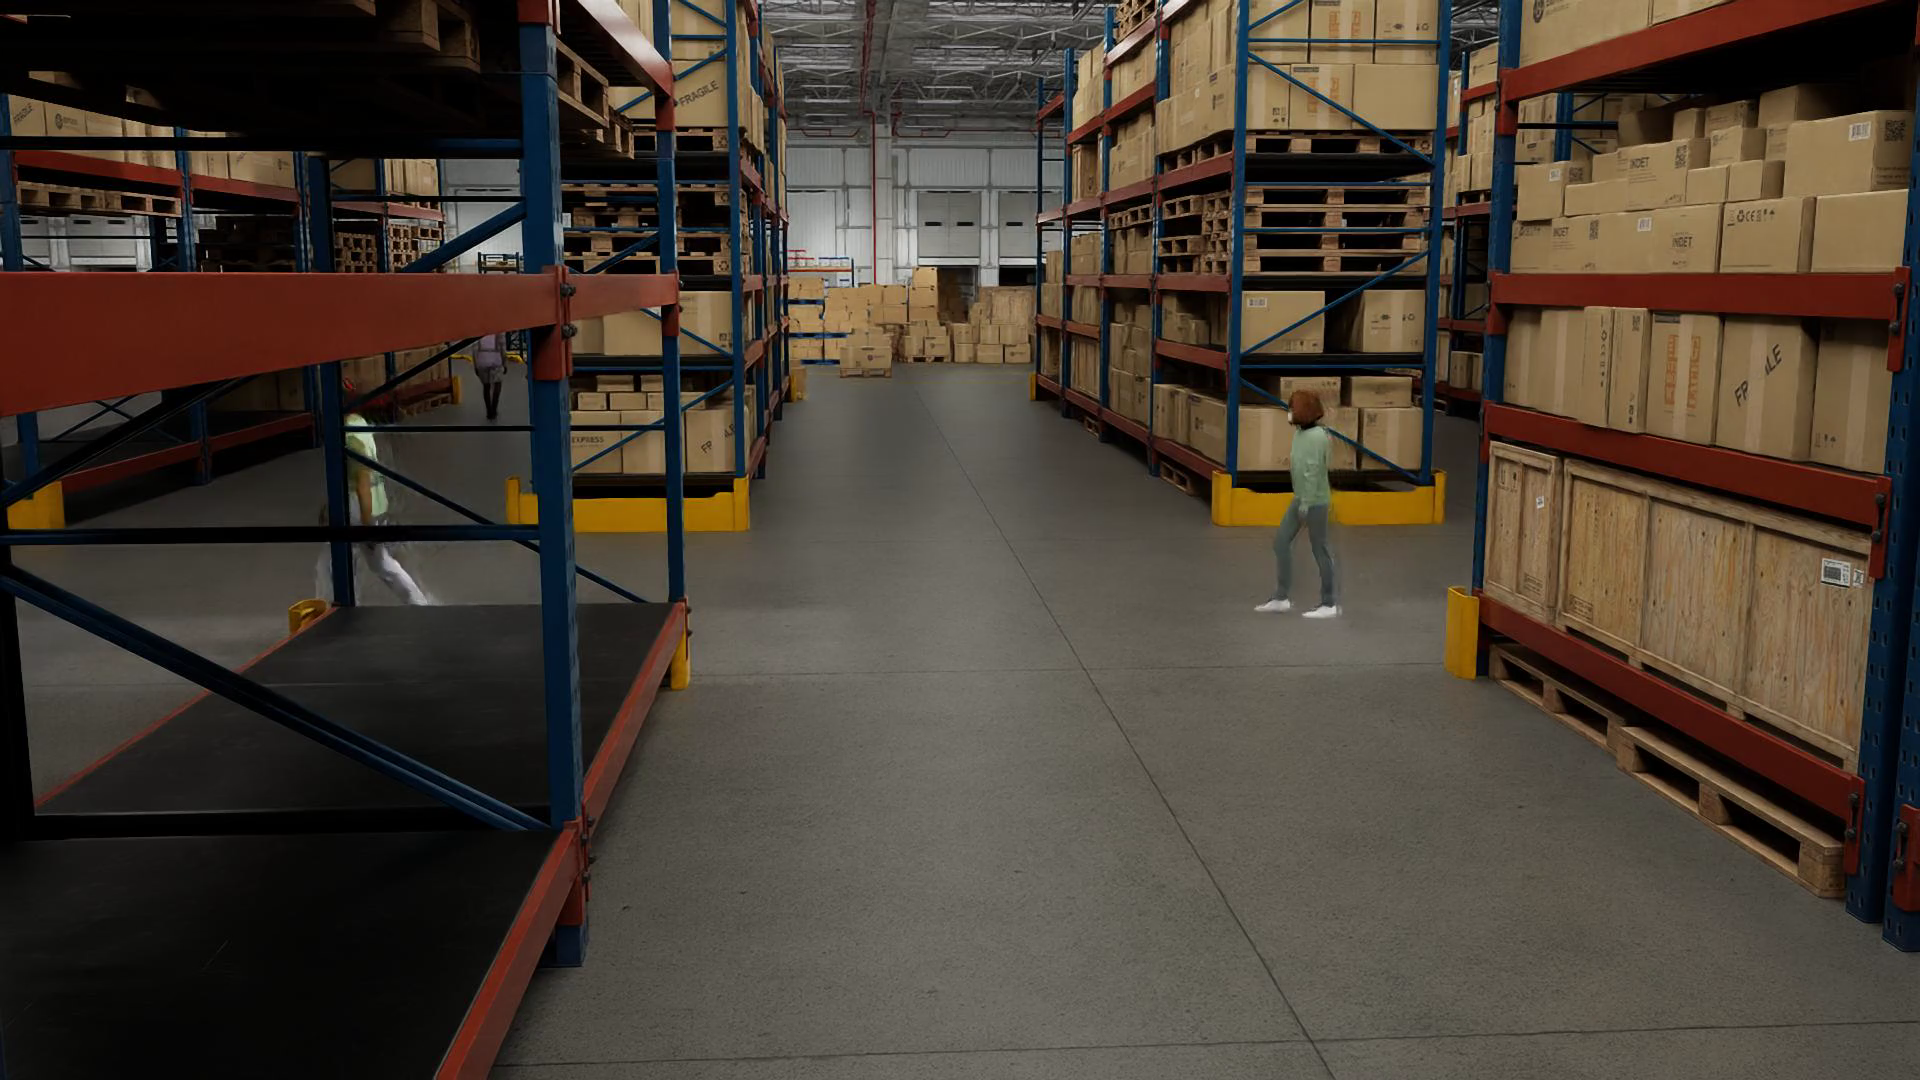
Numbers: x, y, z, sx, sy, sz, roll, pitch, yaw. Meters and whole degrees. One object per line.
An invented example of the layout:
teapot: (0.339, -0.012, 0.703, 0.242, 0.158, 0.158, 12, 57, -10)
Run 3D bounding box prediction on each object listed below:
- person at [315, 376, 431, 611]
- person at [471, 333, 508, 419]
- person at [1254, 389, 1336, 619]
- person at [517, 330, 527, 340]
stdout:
person: (-3.827, -0.171, 10.647, 0.966, 1.782, 0.604, -3, 9, -17)
person: (-7.847, -2.964, 27.738, 0.573, 1.920, 0.490, -2, 9, -11)
person: (2.356, -0.237, 11.605, 0.662, 1.609, 0.519, -2, 9, -10)
person: (-16.276, -8.445, 61.939, 0.622, 1.989, 0.399, -5, 10, -28)
